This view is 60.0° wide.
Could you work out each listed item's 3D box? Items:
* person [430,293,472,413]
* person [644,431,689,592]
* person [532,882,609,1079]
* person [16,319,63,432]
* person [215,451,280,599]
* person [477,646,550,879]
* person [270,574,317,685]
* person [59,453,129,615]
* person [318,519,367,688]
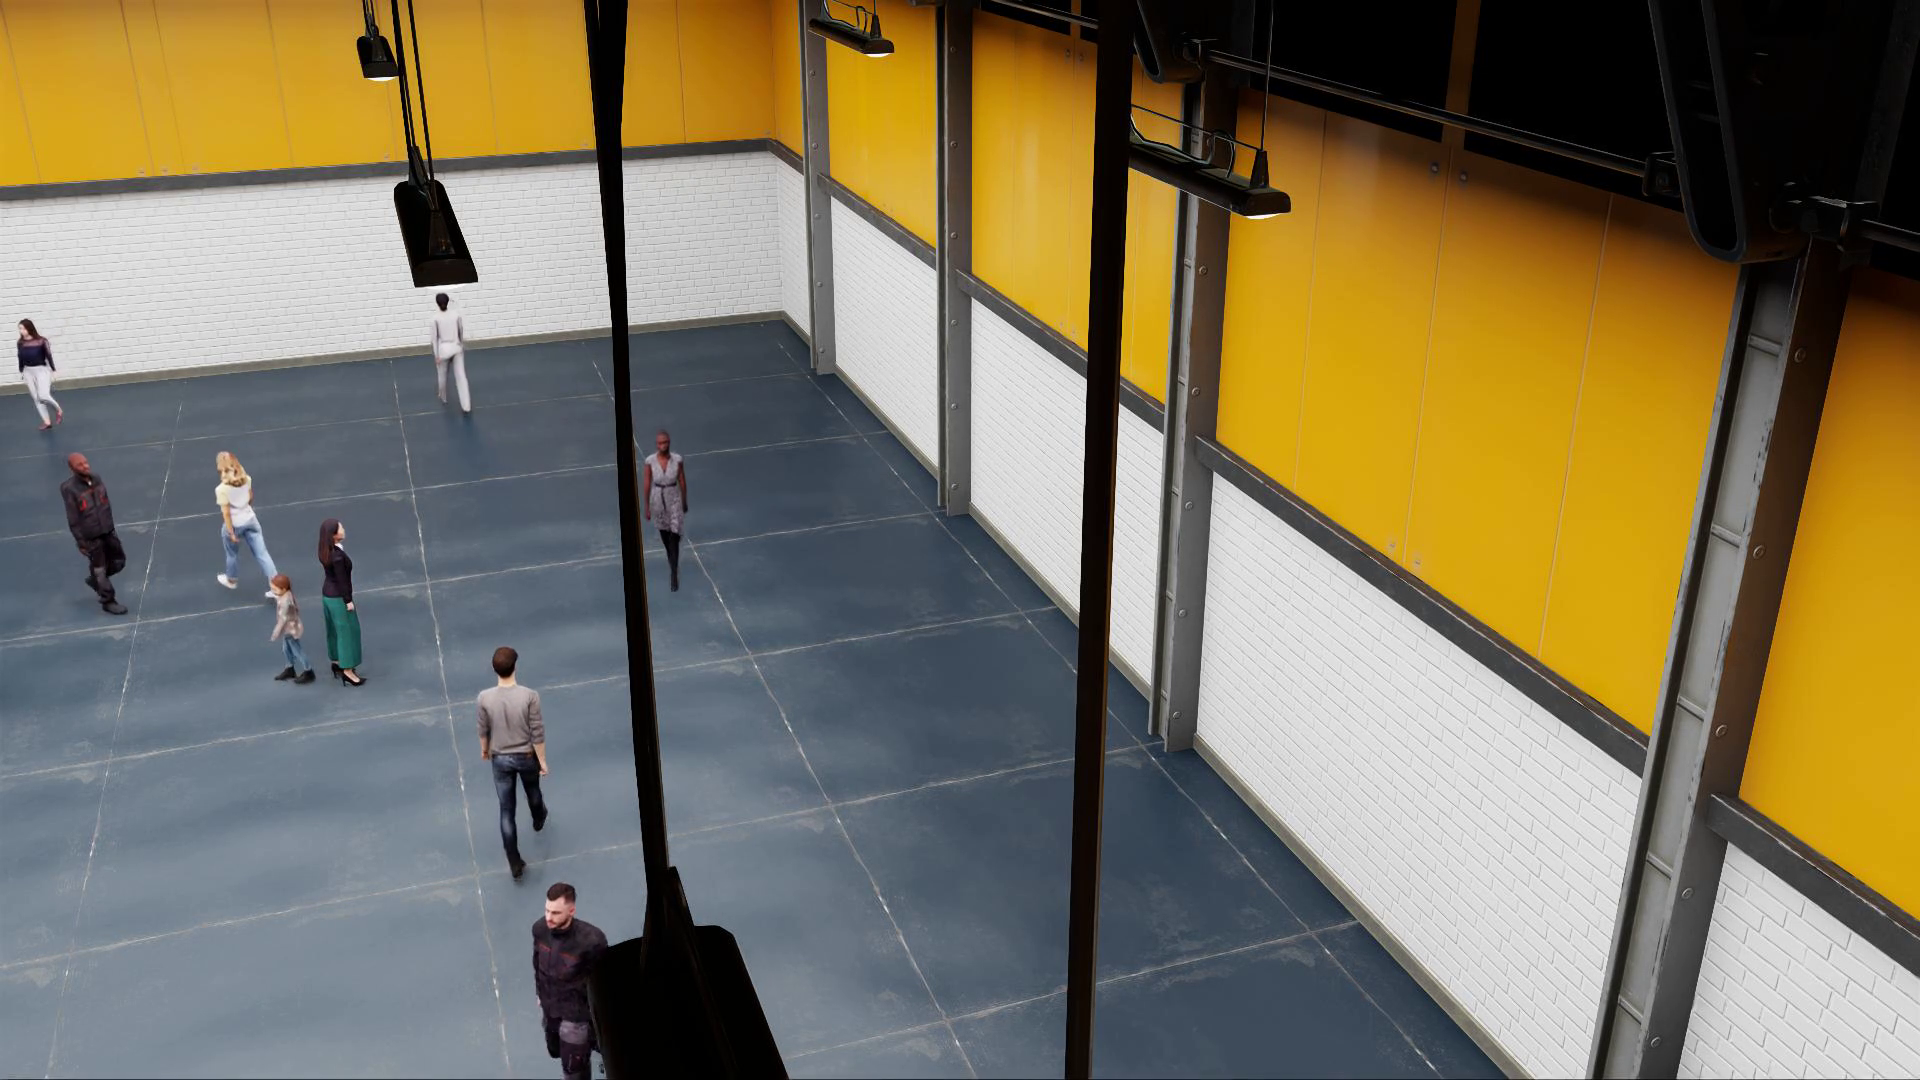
[{"bbox_3d":[-7.253,-2.638,23.764,0.812,1.684,1.215,-14,27,-29],"label":"person"},{"bbox_3d":[-3.278,-0.377,18.529,0.778,1.734,1.239,-4,24,-10],"label":"person"},{"bbox_3d":[-2.477,2.951,10.783,1.104,1.840,1.147,12,26,25],"label":"person"},{"bbox_3d":[-12.779,-2.314,23.132,0.734,1.597,0.769,4,24,9],"label":"person"},{"bbox_3d":[-7.698,-0.115,18.013,1.256,1.667,1.133,12,27,26],"label":"person"},{"bbox_3d":[-3.595,1.818,13.356,0.862,1.857,1.290,-4,24,-8],"label":"person"},{"bbox_3d":[-6.536,0.873,16.363,0.546,1.178,0.538,-7,25,-16],"label":"person"},{"bbox_3d":[-9.312,-0.085,17.770,1.020,1.807,0.963,10,25,21],"label":"person"},{"bbox_3d":[-6.085,0.603,16.286,0.741,1.735,0.598,-19,30,-37],"label":"person"}]
